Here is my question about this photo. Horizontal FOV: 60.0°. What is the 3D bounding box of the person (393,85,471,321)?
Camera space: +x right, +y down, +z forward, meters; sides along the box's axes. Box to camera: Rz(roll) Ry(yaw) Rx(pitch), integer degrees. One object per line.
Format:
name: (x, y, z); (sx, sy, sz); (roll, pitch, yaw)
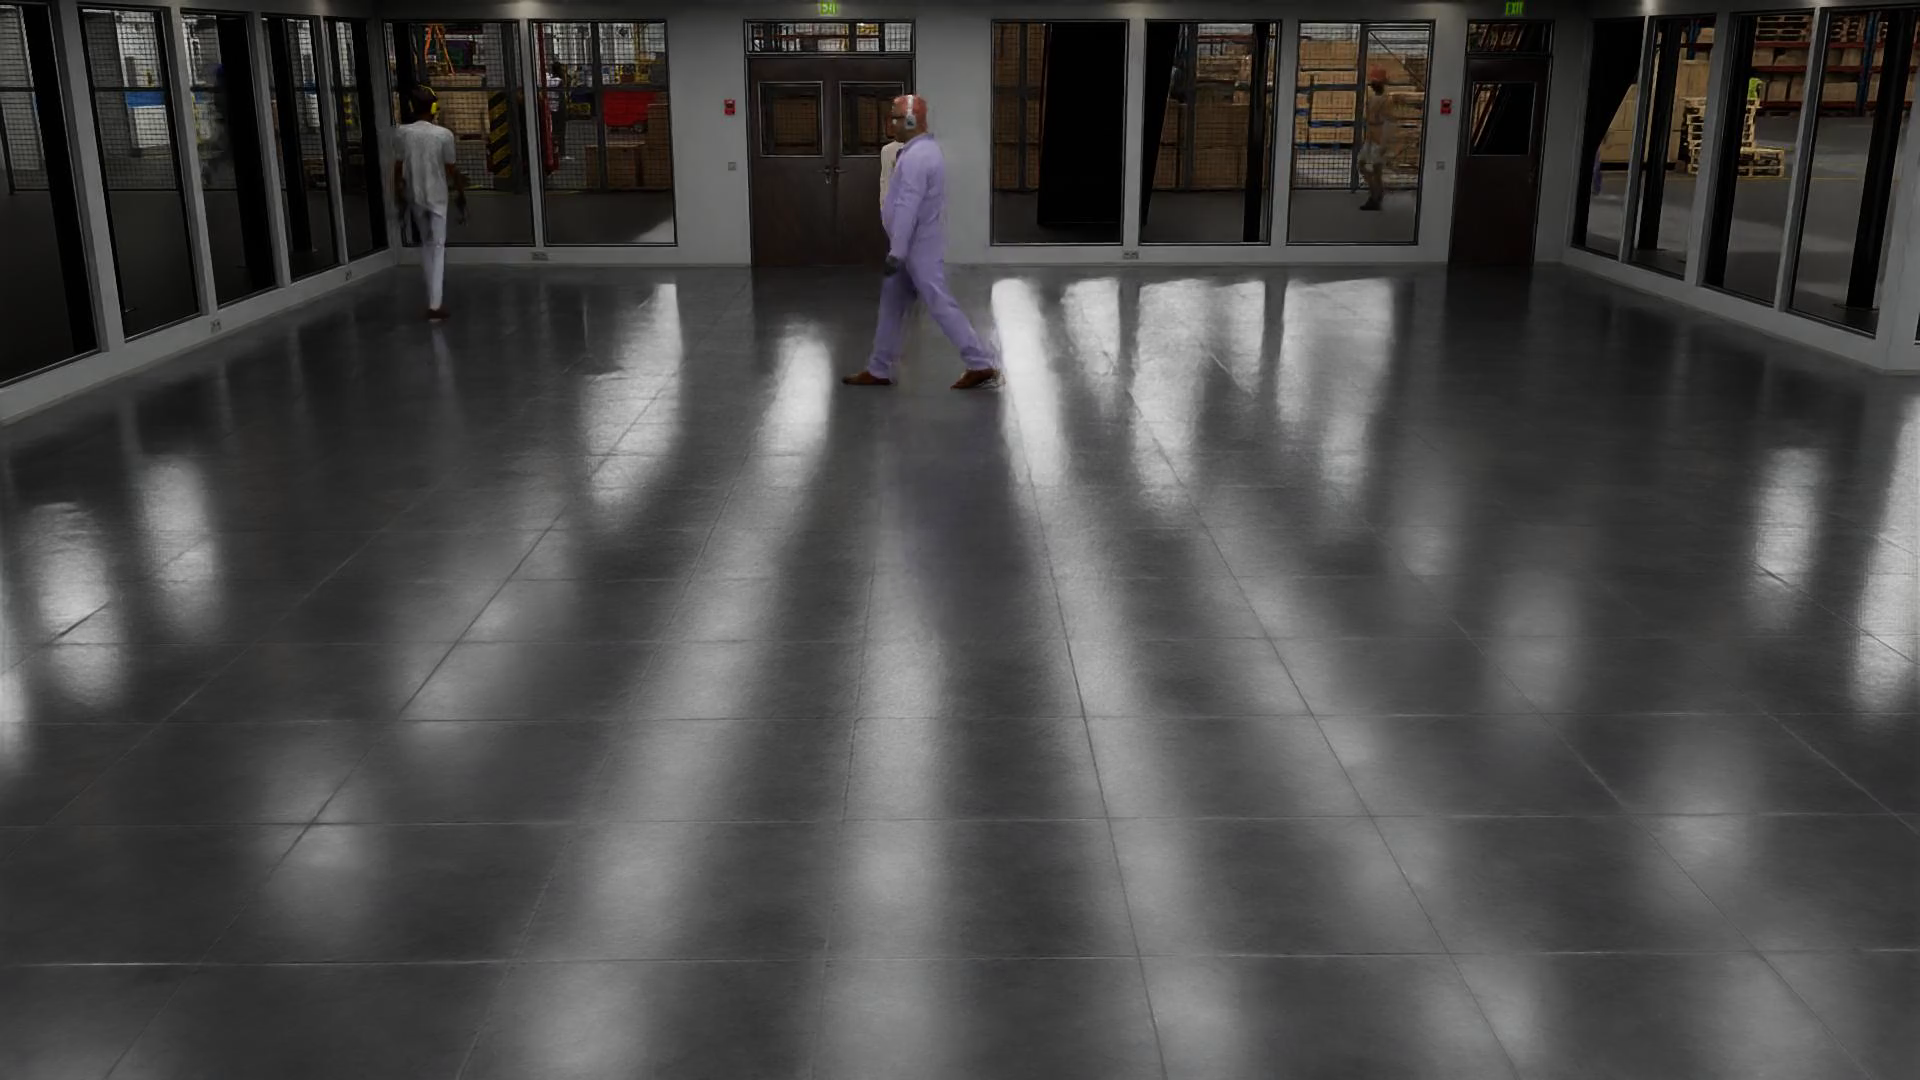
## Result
person: (-4.257, -2.725, 13.474); (0.571, 1.845, 0.696); (1, 16, 4)

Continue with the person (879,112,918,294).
person: (-0.500, -2.949, 14.637); (0.499, 1.628, 0.284); (-15, 22, -40)

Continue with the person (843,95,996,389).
person: (-0.236, -1.875, 10.580); (0.988, 1.863, 0.640); (0, 16, -1)
